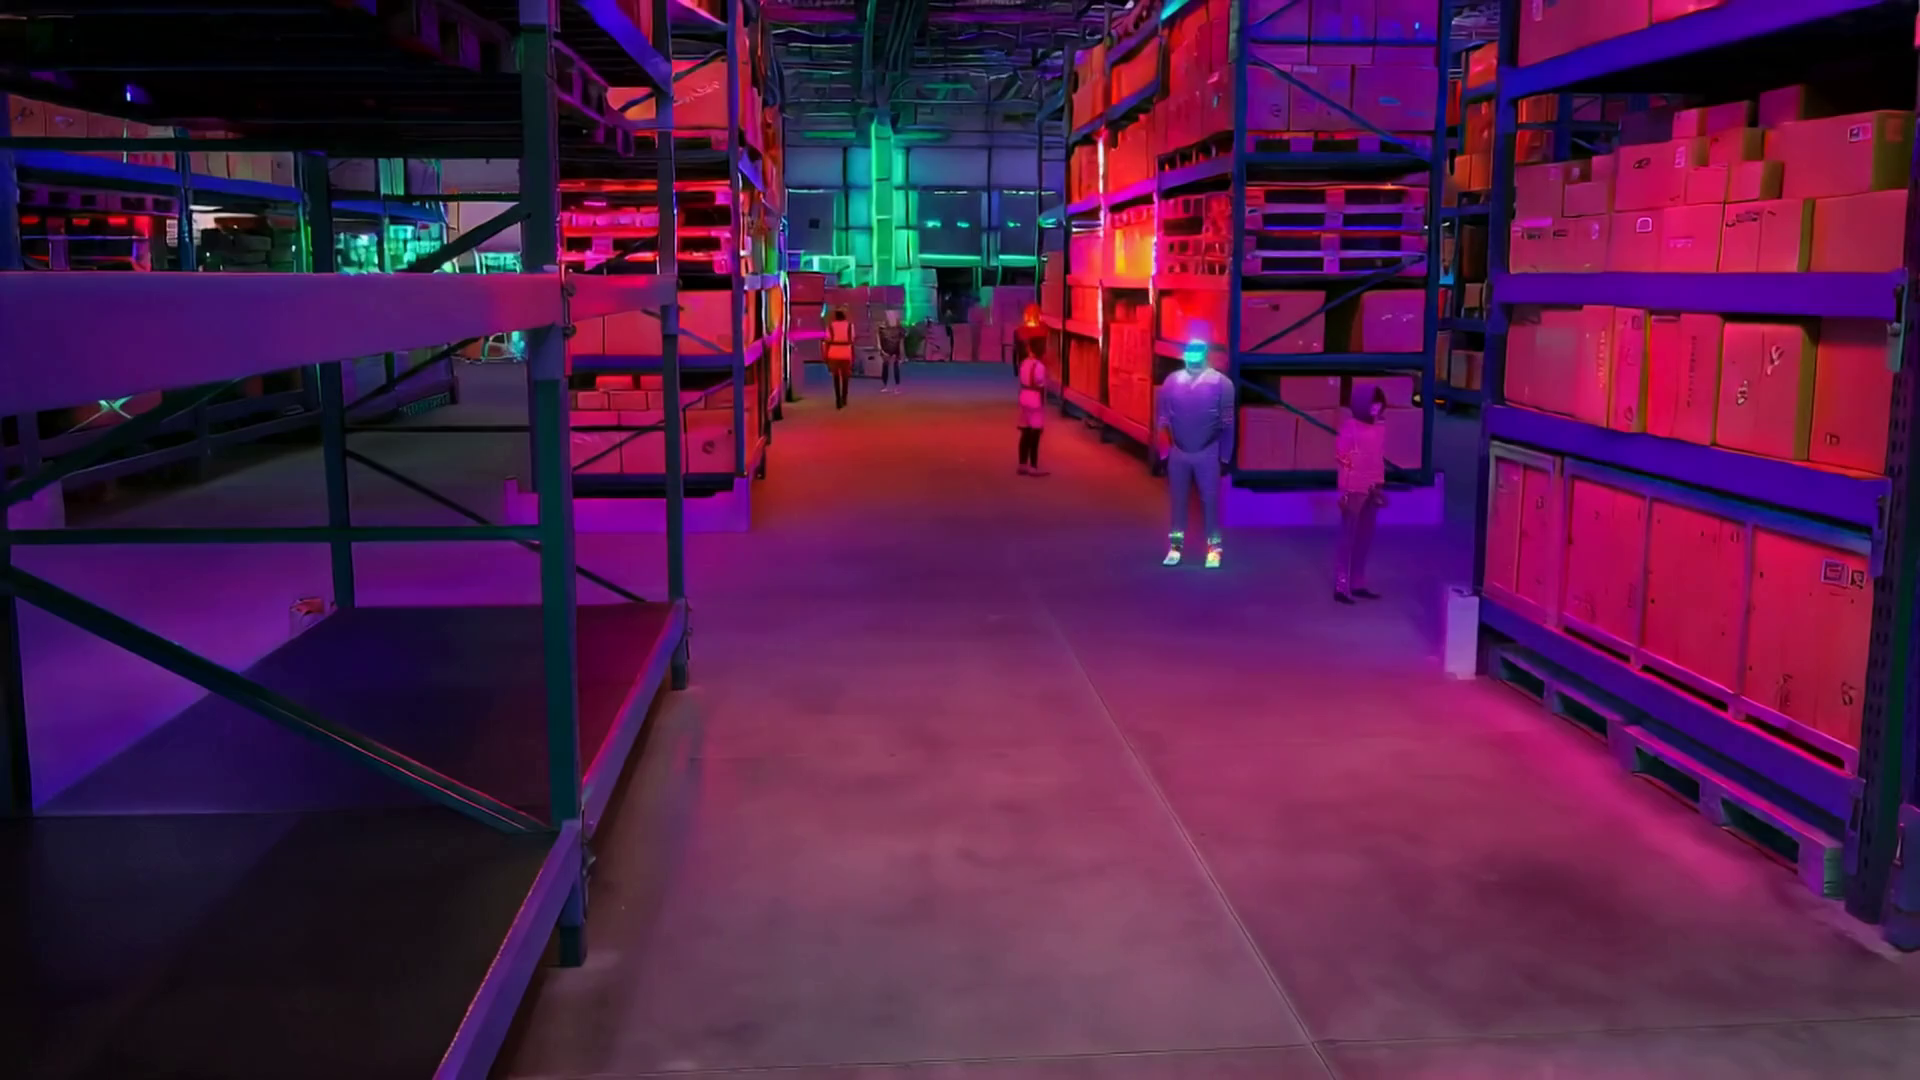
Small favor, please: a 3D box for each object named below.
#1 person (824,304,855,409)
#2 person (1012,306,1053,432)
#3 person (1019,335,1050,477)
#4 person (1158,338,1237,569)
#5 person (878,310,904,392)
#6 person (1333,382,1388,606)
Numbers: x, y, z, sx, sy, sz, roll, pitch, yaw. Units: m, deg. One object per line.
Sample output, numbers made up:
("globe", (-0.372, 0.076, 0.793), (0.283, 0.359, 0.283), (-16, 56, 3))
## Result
("person", (-2.178, -3.318, 30.089), (0.558, 1.890, 0.977), (-1, 9, -6))
("person", (1.112, -2.632, 25.606), (0.630, 1.938, 0.369), (2, 9, 12))
("person", (0.889, -1.609, 19.937), (0.317, 1.696, 0.540), (-4, 10, -21))
("person", (1.933, -0.709, 13.671), (0.646, 1.898, 0.396), (4, 10, 24))
("person", (-1.412, -3.872, 34.147), (0.535, 1.697, 0.318), (-1, 9, -6))
("person", (2.942, -0.340, 12.163), (0.504, 1.632, 0.269), (-7, 11, -37))
